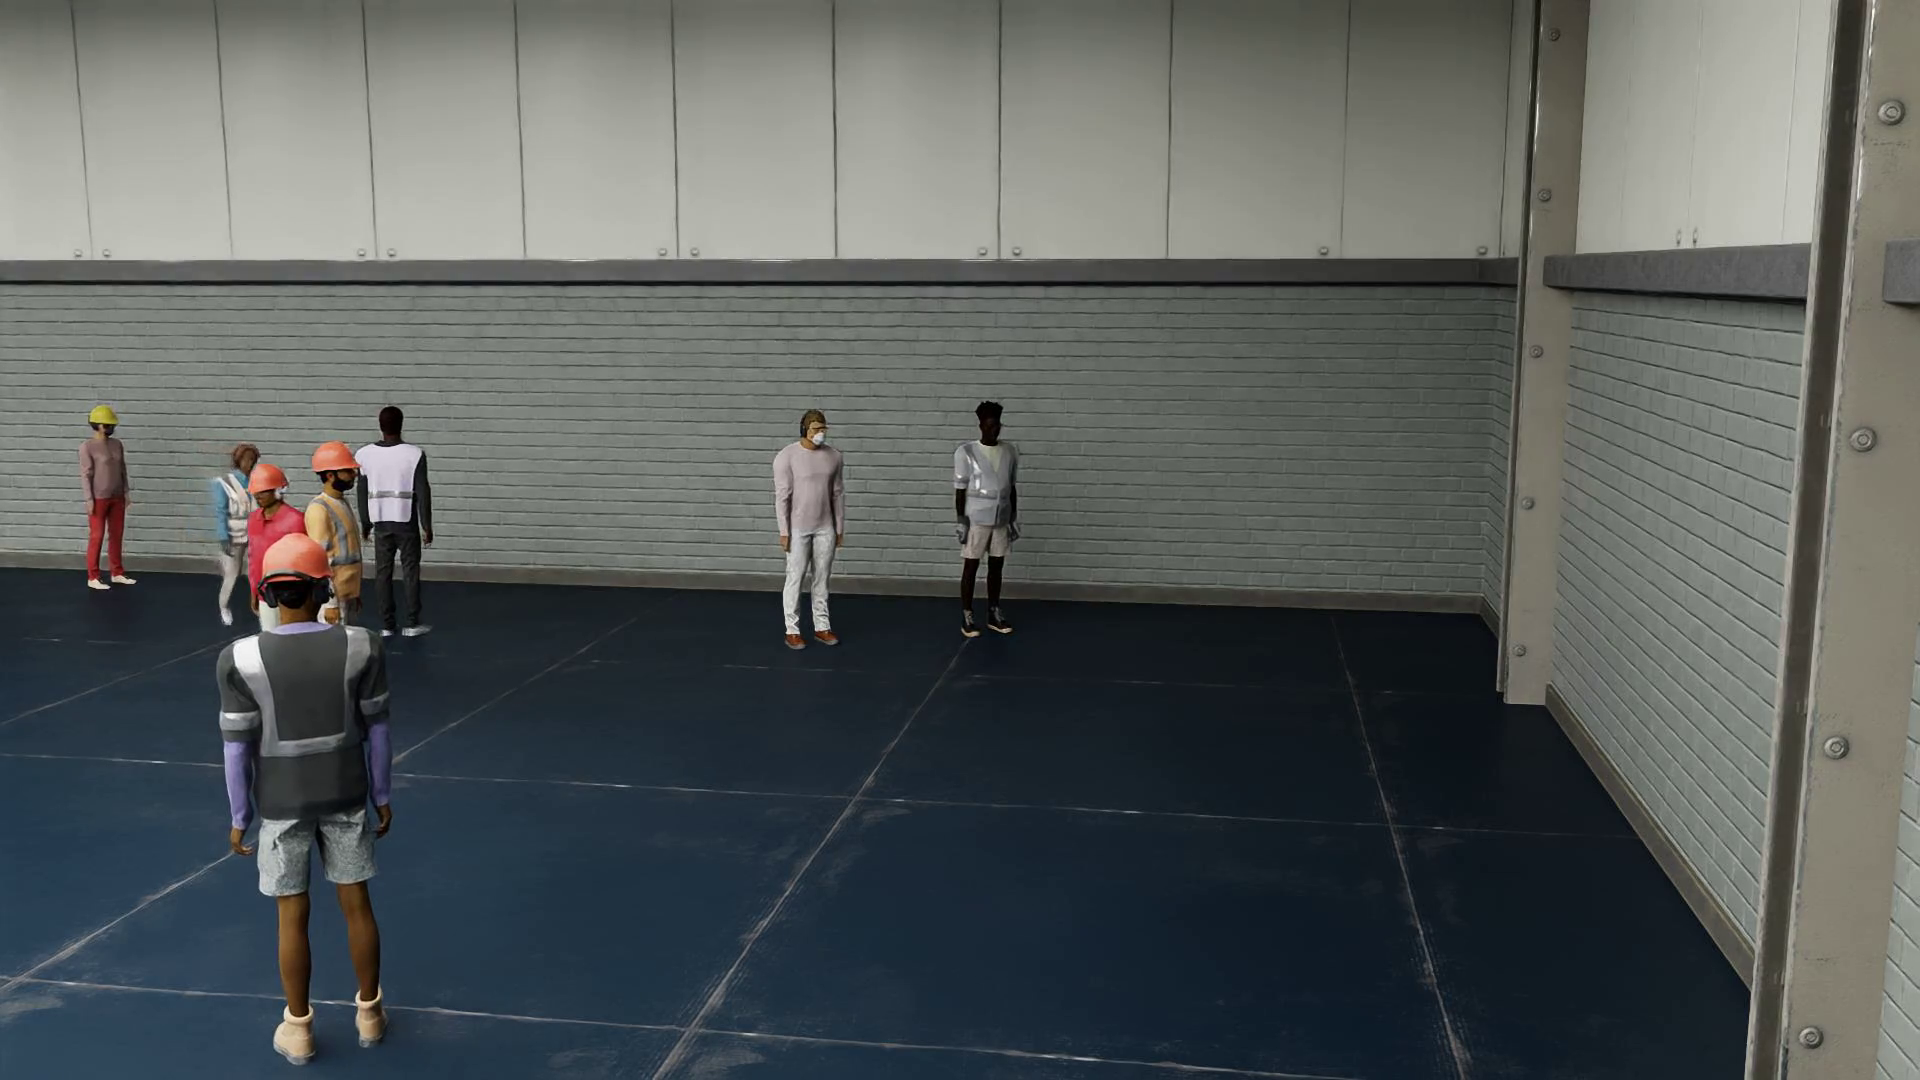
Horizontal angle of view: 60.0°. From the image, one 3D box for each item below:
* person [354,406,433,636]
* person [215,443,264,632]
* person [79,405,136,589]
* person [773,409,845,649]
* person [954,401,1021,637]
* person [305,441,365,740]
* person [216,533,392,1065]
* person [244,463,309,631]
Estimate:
[{"bbox_3d":[-4.680,-0.143,13.793,0.621,1.927,0.399,0,9,0],"label":"person"},{"bbox_3d":[-6.018,-0.027,13.985,0.509,1.610,0.784,-8,12,-41],"label":"person"},{"bbox_3d":[-8.151,-0.408,15.897,0.350,1.760,0.524,3,10,16],"label":"person"},{"bbox_3d":[-1.204,-0.091,13.408,0.631,1.934,0.371,-6,11,-35],"label":"person"},{"bbox_3d":[0.231,-0.184,13.861,0.609,1.965,0.368,-5,10,-28],"label":"person"},{"bbox_3d":[-3.996,0.333,10.761,0.365,1.938,0.552,-1,9,-5],"label":"person"},{"bbox_3d":[-2.506,0.989,6.409,0.610,2.037,0.400,-5,11,-29],"label":"person"},{"bbox_3d":[-4.642,0.343,11.306,0.559,1.742,0.361,5,10,27],"label":"person"}]
